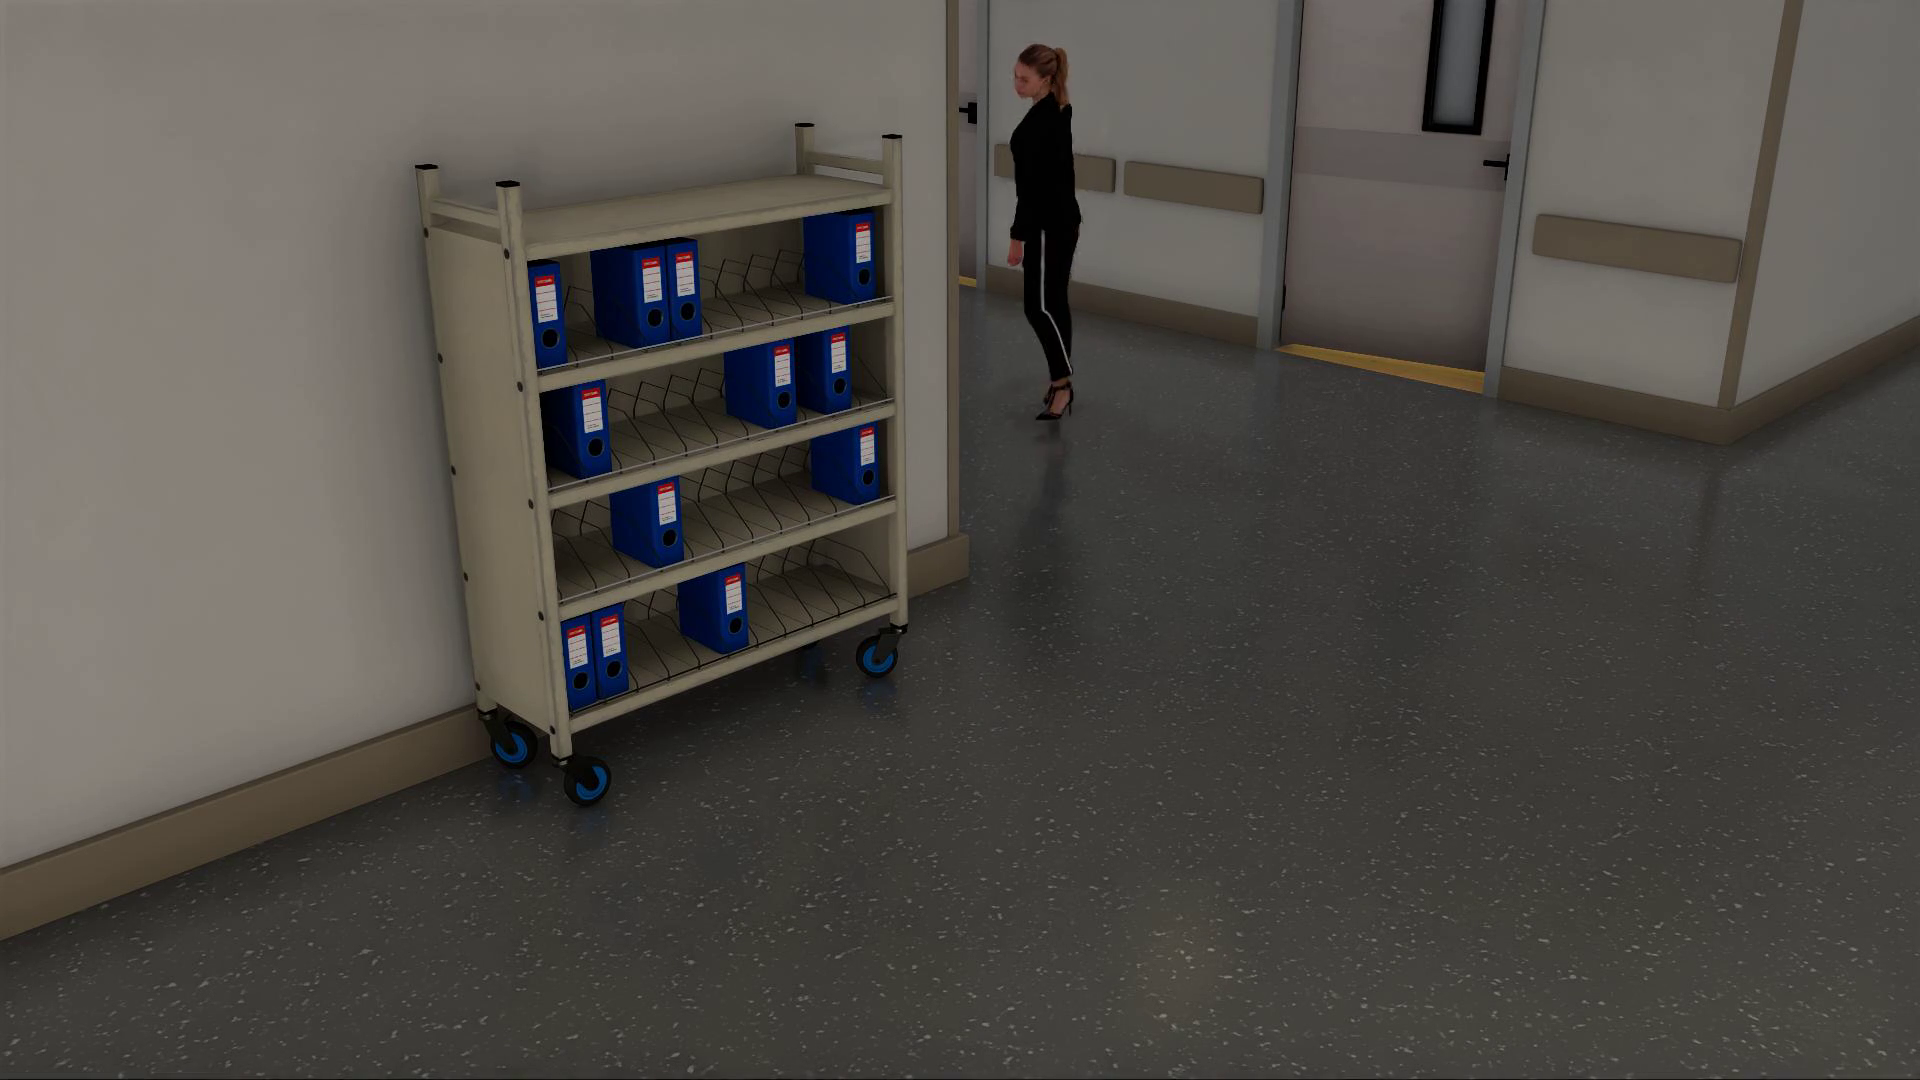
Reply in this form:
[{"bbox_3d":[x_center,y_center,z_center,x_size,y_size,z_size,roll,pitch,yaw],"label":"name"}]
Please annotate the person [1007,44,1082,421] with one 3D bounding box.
[{"bbox_3d":[0.434,-1.394,7.565,0.812,1.676,0.636,16,26,37],"label":"person"}]
